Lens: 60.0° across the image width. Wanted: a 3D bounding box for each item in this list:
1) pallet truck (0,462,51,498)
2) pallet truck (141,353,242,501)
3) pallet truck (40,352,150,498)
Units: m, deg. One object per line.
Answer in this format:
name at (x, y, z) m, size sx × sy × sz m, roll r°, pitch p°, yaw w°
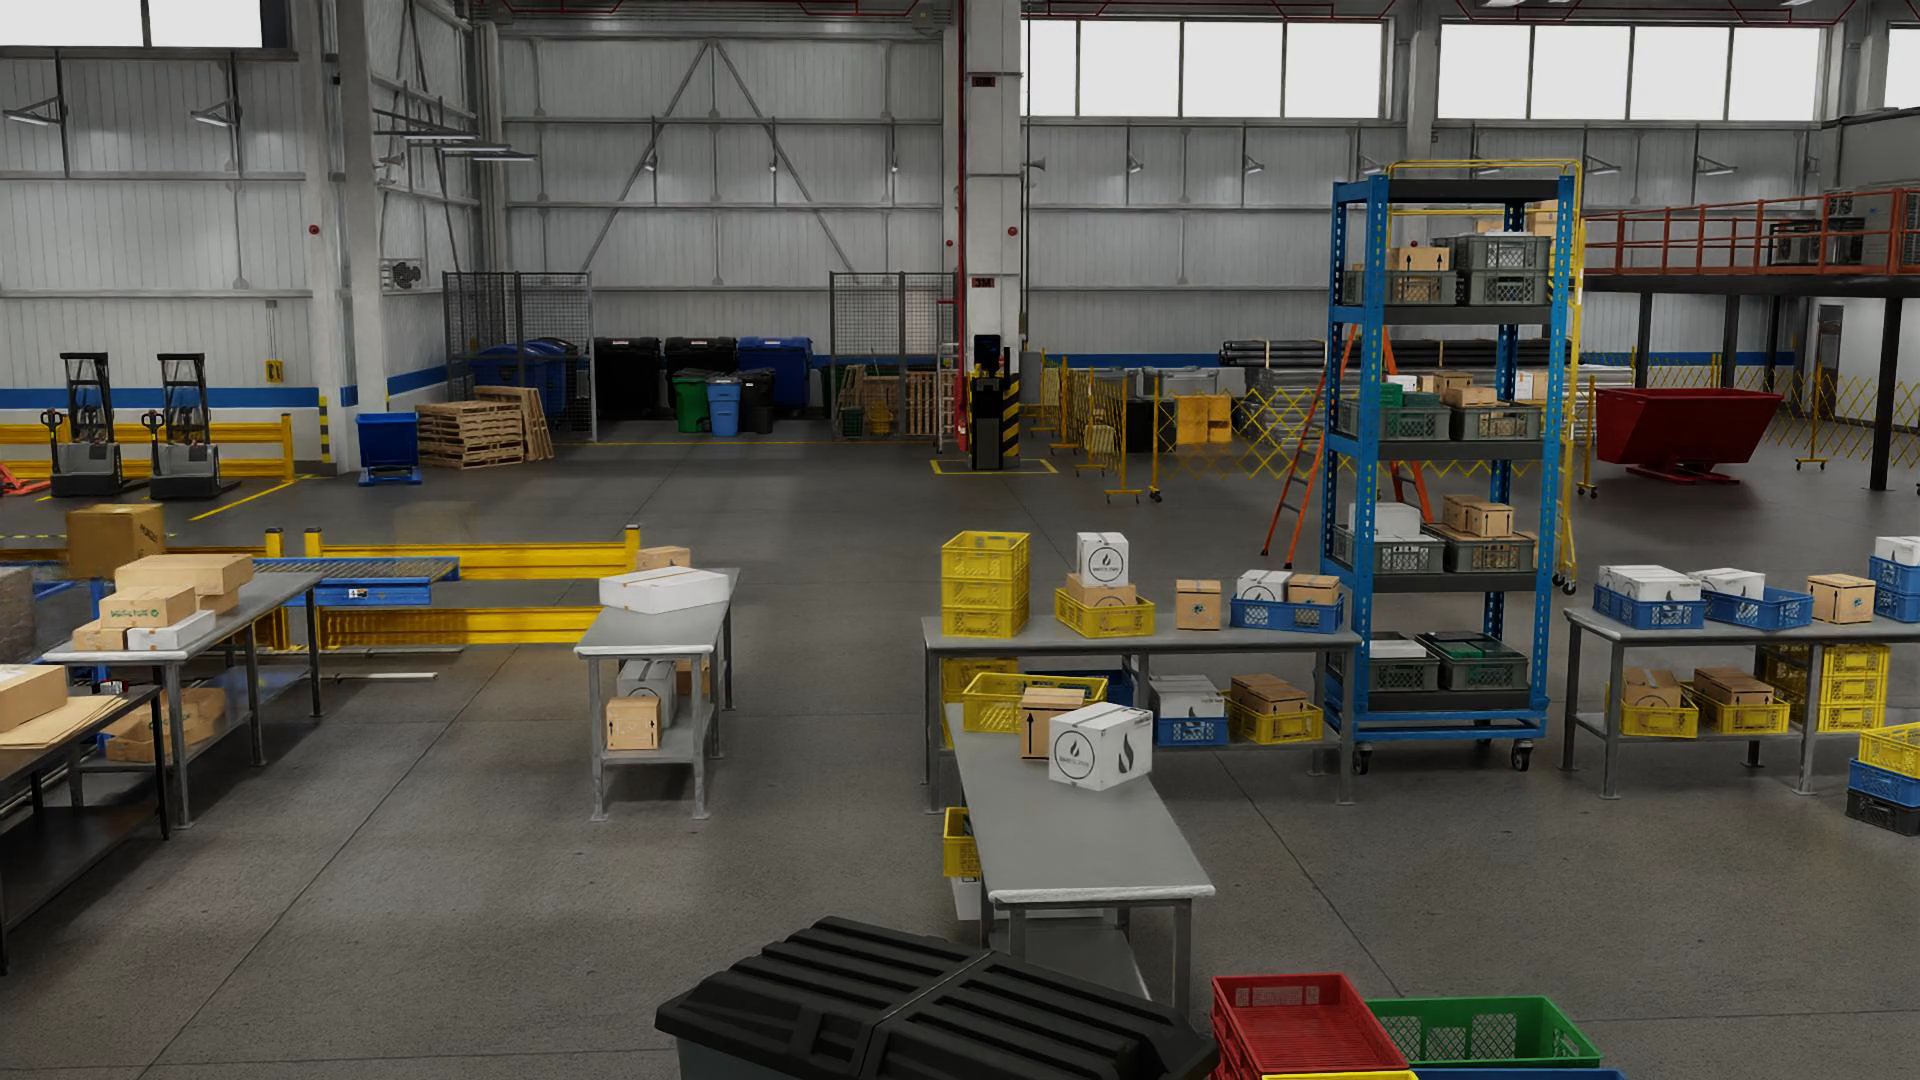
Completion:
pallet truck at (-13.193, -1.293, 23.148) m, size 0.653 × 1.274 × 1.630 m, roll -1°, pitch 9°, yaw -4°
pallet truck at (-10.520, -1.604, 22.925) m, size 0.823 × 1.965 × 1.885 m, roll -1°, pitch 9°, yaw -6°
pallet truck at (-11.907, -1.642, 23.165) m, size 0.823 × 1.965 × 1.885 m, roll 0°, pitch 9°, yaw 0°
